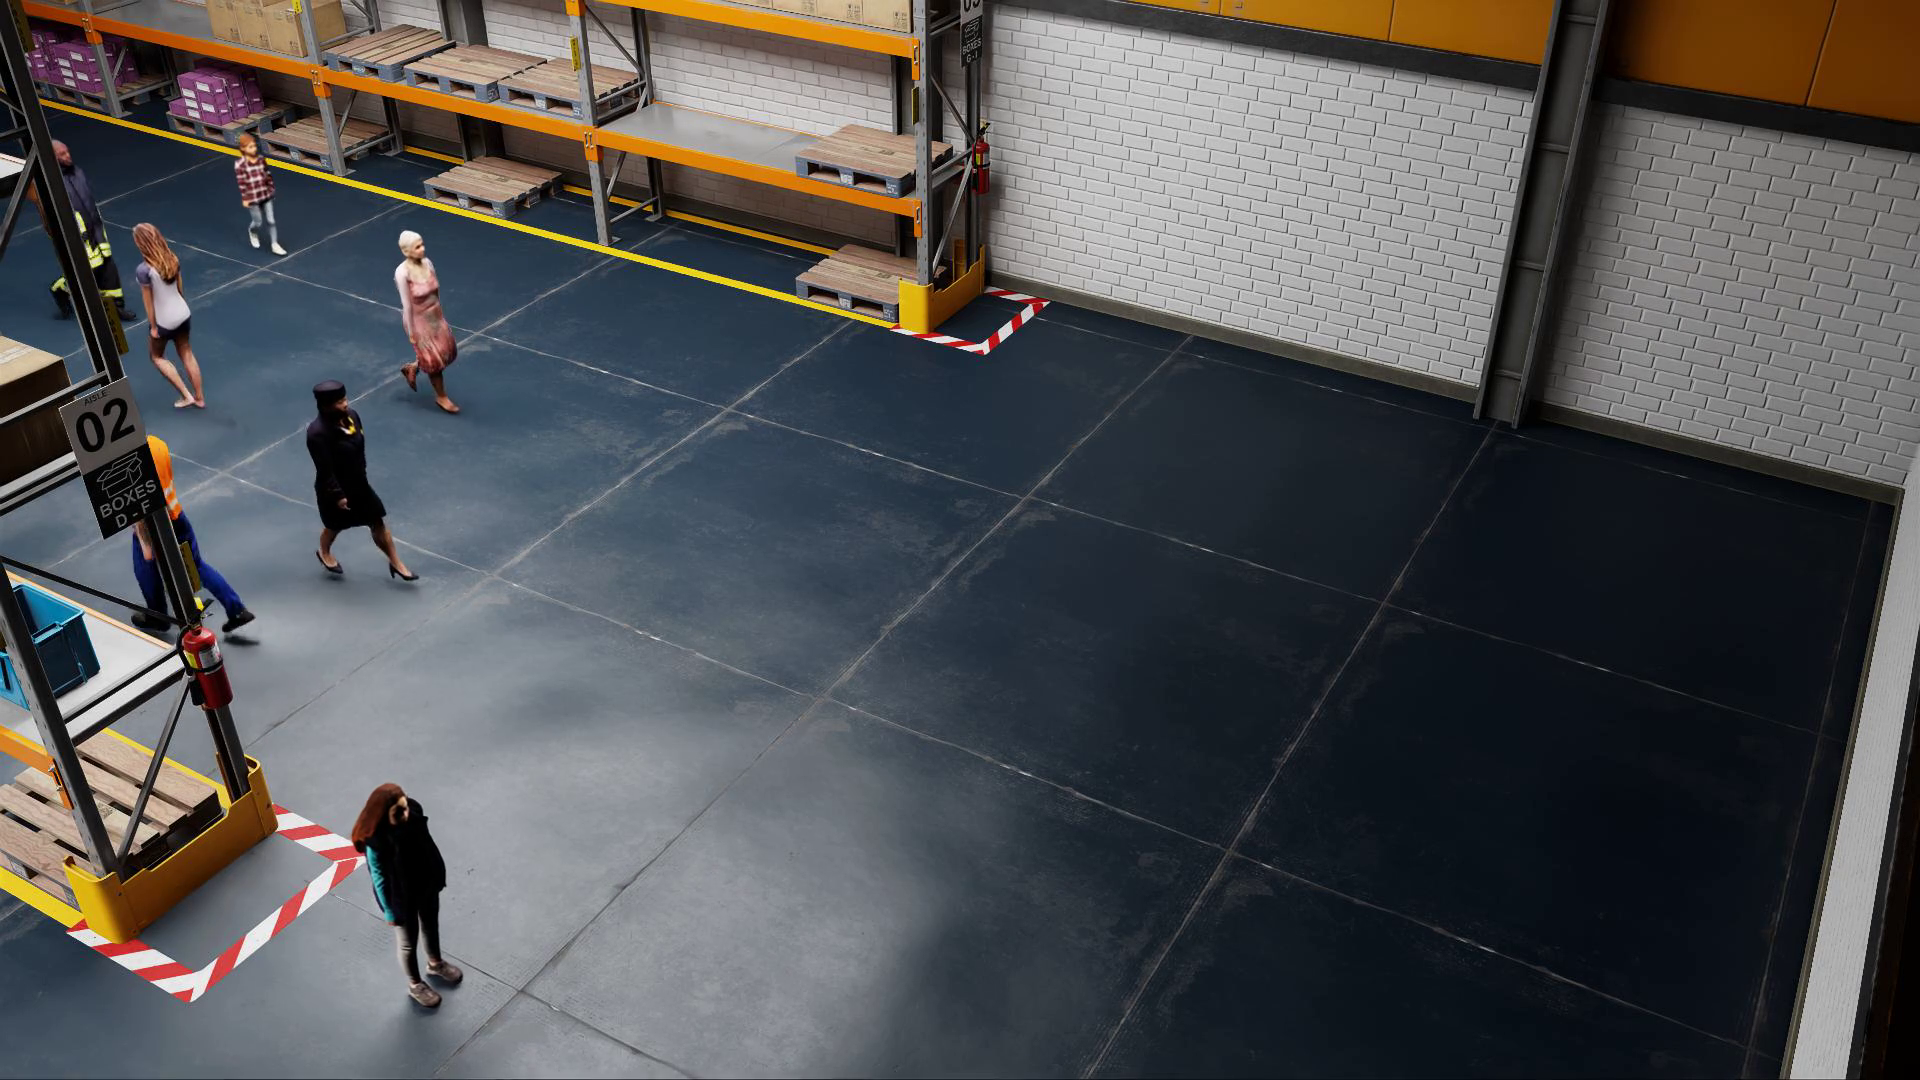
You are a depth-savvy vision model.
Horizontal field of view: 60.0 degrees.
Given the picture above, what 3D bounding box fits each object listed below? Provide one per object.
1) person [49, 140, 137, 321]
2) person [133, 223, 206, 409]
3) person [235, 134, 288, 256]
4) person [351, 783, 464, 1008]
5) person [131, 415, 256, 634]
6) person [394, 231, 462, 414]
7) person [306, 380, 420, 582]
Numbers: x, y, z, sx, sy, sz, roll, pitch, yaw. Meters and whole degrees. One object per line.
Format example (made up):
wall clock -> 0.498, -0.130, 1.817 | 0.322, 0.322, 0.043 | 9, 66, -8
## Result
person -> -8.454, -2.931, 15.833 | 1.112, 1.809, 0.901 | 9, 35, 13
person -> -6.758, -1.889, 14.349 | 0.630, 1.716, 0.660 | 13, 36, 18
person -> -7.338, -3.601, 17.304 | 0.760, 1.295, 0.616 | 26, 42, 34
person -> -2.951, 1.866, 8.895 | 0.569, 1.500, 0.557 | 16, 37, 23
person -> -5.456, -0.093, 11.526 | 1.280, 1.849, 0.897 | 9, 35, 13
person -> -4.695, -1.884, 14.378 | 0.868, 1.674, 0.633 | 14, 36, 20
person -> -4.573, -0.389, 12.172 | 1.092, 1.628, 0.765 | 14, 36, 20
